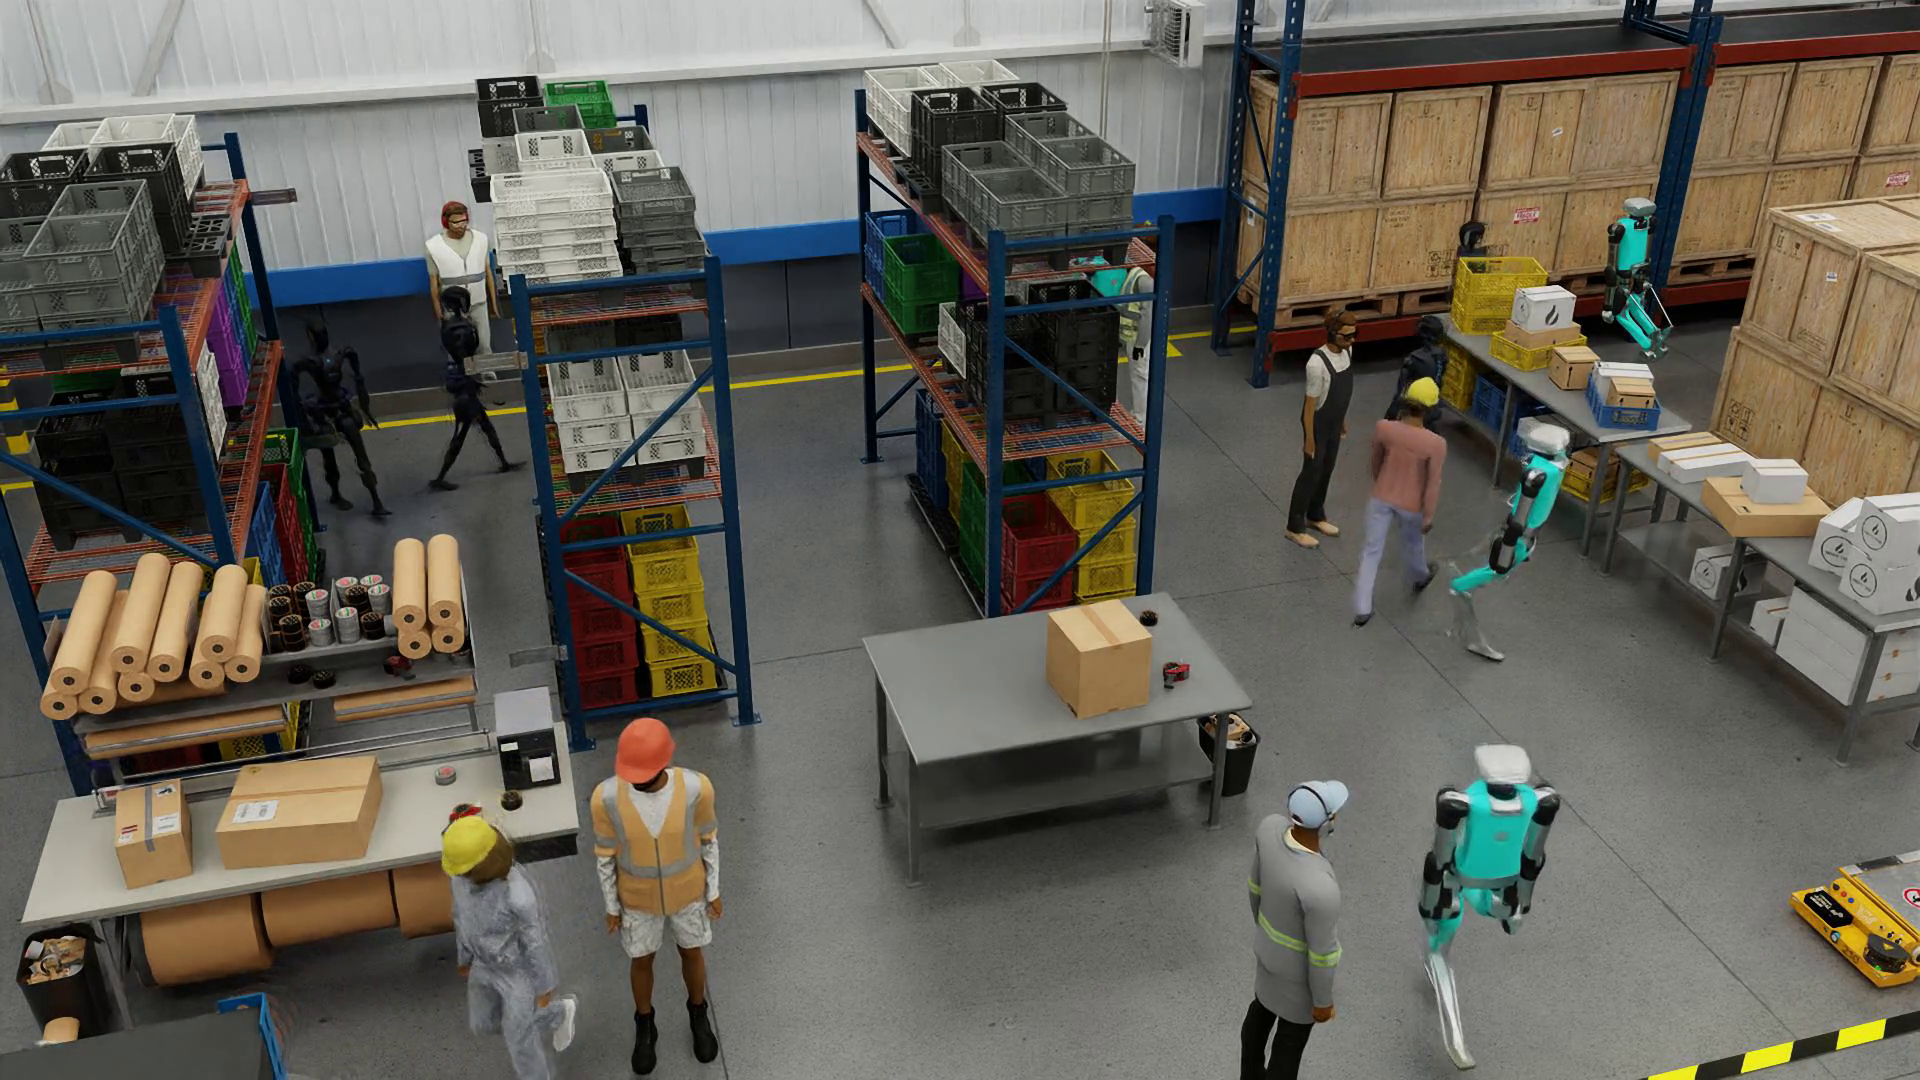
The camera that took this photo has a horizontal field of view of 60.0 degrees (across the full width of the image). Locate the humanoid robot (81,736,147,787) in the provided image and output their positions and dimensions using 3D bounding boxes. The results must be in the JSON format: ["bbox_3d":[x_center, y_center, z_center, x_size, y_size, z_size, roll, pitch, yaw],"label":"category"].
[{"bbox_3d":[-4.364,1.196,8.533,0.508,1.644,0.612,-20,35,-32],"label":"humanoid robot"}]

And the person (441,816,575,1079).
[{"bbox_3d":[-1.953,1.835,7.312,0.501,1.708,0.553,18,34,29],"label":"person"}]

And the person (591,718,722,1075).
[{"bbox_3d":[-1.342,1.603,7.519,0.546,1.931,0.377,-6,29,-10],"label":"person"}]

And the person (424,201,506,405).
[{"bbox_3d":[-4.218,-2.001,14.179,0.562,1.836,0.390,-20,35,-32],"label":"person"}]

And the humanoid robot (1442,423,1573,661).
[{"bbox_3d":[3.363,0.058,10.634,0.810,1.869,0.551,21,35,33],"label":"humanoid robot"}]

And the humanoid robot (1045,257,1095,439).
[{"bbox_3d":[0.970,-1.524,13.418,0.530,1.773,0.802,-13,31,-22],"label":"humanoid robot"}]

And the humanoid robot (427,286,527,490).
[{"bbox_3d":[-3.843,-1.182,12.896,0.790,1.626,0.585,-9,30,-16],"label":"humanoid robot"}]

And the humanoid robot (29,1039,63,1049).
[{"bbox_3d":[-3.163,2.649,5.828,0.536,1.784,0.800,8,30,14],"label":"humanoid robot"}]

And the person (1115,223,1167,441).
[{"bbox_3d":[1.464,-1.701,13.623,0.429,1.841,0.635,3,29,6],"label":"person"}]

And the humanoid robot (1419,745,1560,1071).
[{"bbox_3d":[2.350,1.585,7.749,0.543,1.730,1.033,-1,29,-2],"label":"humanoid robot"}]

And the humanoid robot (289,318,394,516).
[{"bbox_3d":[-4.628,-0.896,12.361,0.610,1.622,0.750,-24,37,-37],"label":"humanoid robot"}]

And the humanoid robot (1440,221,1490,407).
[{"bbox_3d":[4.292,-1.938,14.249,0.723,1.626,0.616,-5,29,-10],"label":"humanoid robot"}]

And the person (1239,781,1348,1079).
[{"bbox_3d":[1.462,1.805,7.231,0.362,1.852,0.596,-9,30,-17],"label":"person"}]

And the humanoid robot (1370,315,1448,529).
[{"bbox_3d":[3.329,-0.883,12.346,0.600,1.640,0.713,-21,35,-33],"label":"humanoid robot"}]

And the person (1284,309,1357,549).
[{"bbox_3d":[2.629,-0.809,12.012,0.332,1.836,0.506,22,36,35],"label":"person"}]

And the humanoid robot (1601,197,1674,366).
[{"bbox_3d":[5.842,-2.042,14.212,0.533,1.677,0.735,-17,33,-28],"label":"humanoid robot"}]

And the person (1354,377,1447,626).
[{"bbox_3d":[2.997,-0.299,11.194,0.533,1.718,0.923,18,34,30],"label":"person"}]

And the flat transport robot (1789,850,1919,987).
[{"bbox_3d":[5.163,1.916,8.676,1.431,0.231,0.659,-8,30,-14],"label":"flat transport robot"}]

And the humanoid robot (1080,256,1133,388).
[{"bbox_3d":[1.095,-1.779,13.890,0.548,1.776,0.834,-12,31,-21],"label":"humanoid robot"}]
